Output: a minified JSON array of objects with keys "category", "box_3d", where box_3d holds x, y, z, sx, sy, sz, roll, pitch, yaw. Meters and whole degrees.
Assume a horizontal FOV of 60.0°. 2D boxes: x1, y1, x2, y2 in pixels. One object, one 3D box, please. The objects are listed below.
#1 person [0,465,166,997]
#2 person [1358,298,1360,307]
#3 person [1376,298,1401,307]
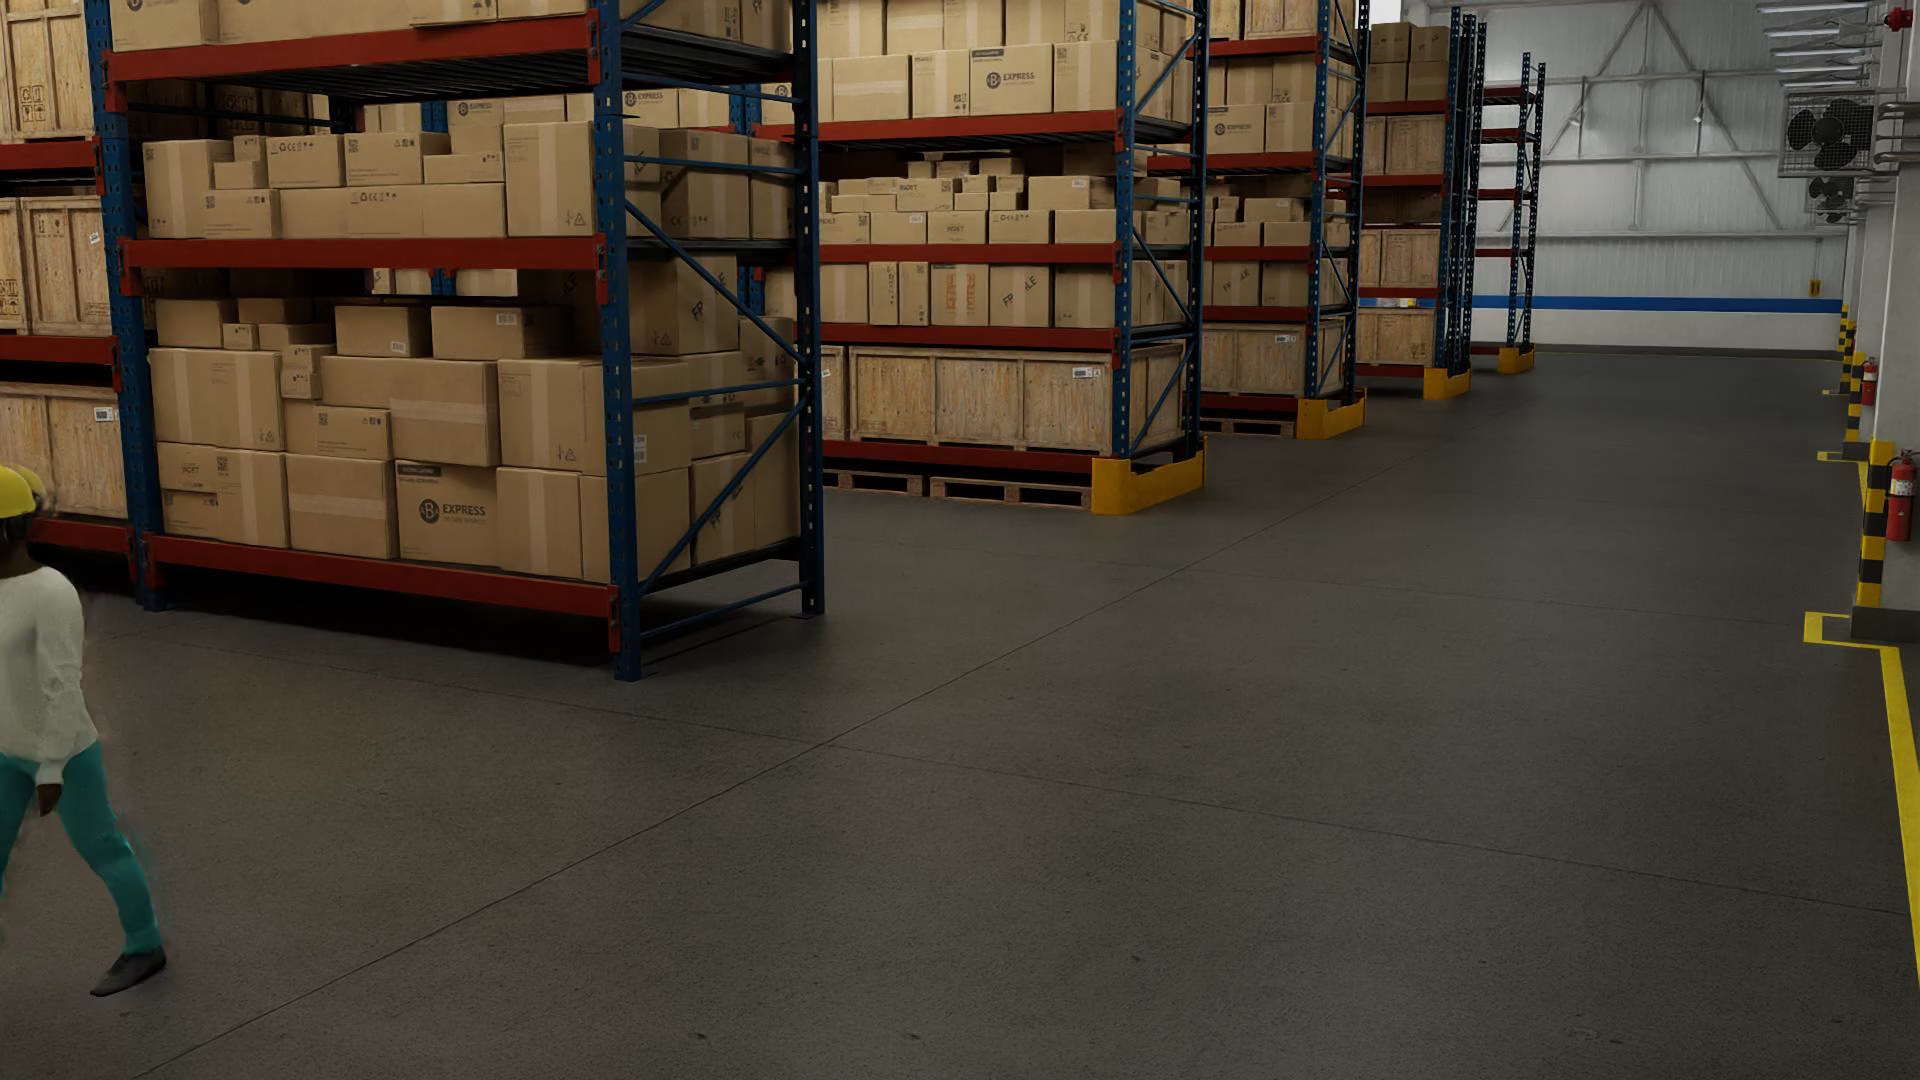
[{"category":"person","box_3d":[-2.814,0.626,4.966,0.545,1.711,0.898,5,11,25]},{"category":"person","box_3d":[9.308,-5.389,39.728,0.487,1.746,0.288,3,10,17]},{"category":"person","box_3d":[9.934,-5.169,38.653,0.589,1.674,0.930,-3,10,-19]}]
